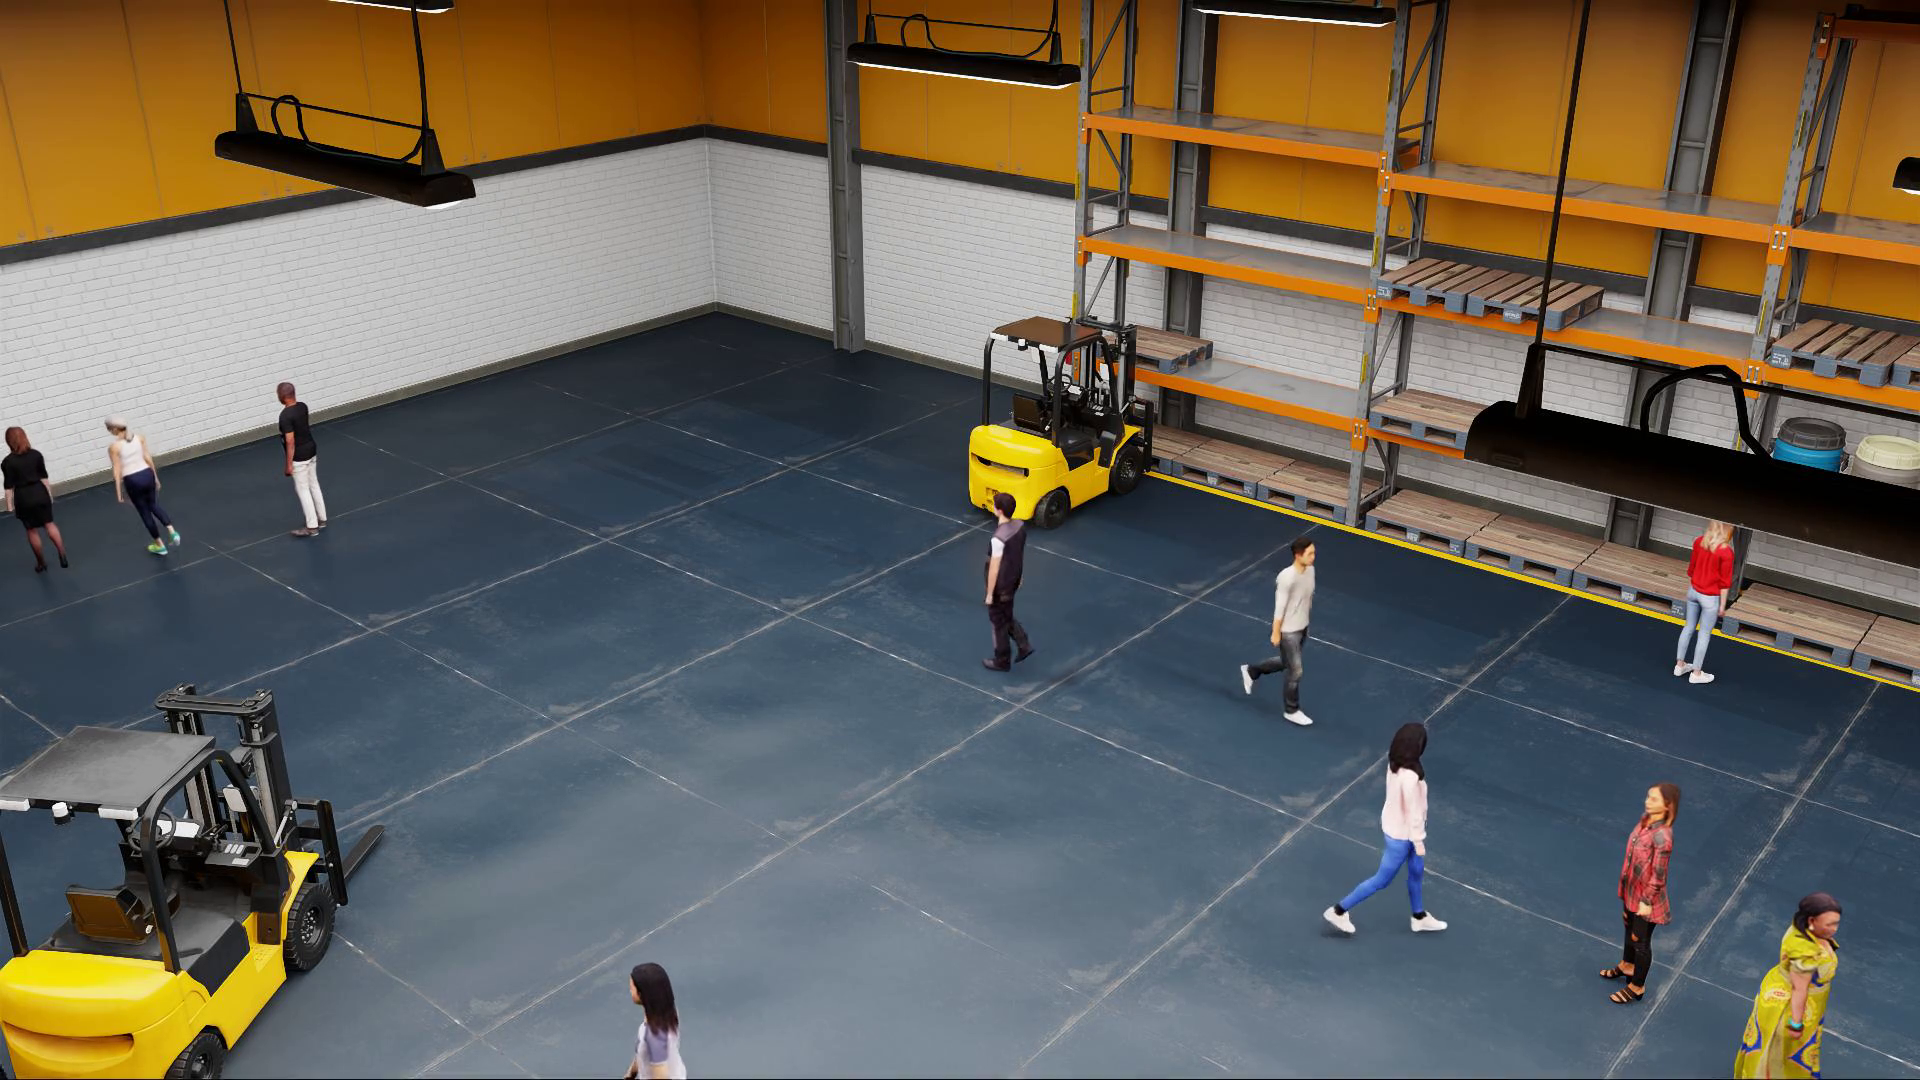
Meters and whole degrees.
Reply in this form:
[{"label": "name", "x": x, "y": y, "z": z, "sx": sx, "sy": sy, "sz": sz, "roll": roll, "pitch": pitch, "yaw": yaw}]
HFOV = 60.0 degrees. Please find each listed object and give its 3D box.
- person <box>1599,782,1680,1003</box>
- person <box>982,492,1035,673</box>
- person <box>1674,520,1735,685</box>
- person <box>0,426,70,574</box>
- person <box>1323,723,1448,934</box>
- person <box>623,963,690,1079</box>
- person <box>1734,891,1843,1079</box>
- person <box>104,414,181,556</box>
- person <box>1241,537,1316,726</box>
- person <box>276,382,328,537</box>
[{"label": "person", "x": 4.678, "y": 2.395, "z": 11.384, "sx": 0.734, "sy": 1.701, "sz": 0.706, "roll": 2, "pitch": 24, "yaw": 4}, {"label": "person", "x": 0.498, "y": 0.426, "z": 15.713, "sx": 0.817, "sy": 1.842, "sz": 0.759, "roll": 12, "pitch": 26, "yaw": 25}, {"label": "person", "x": 7.017, "y": 0.528, "z": 15.653, "sx": 0.749, "sy": 1.703, "sz": 0.609, "roll": -10, "pitch": 26, "yaw": -22}, {"label": "person", "x": -9.882, "y": -0.394, "z": 17.774, "sx": 0.742, "sy": 1.694, "sz": 0.633, "roll": 15, "pitch": 28, "yaw": 31}, {"label": "person", "x": 3.080, "y": 2.122, "z": 11.968, "sx": 1.234, "sy": 1.735, "sz": 1.031, "roll": 3, "pitch": 24, "yaw": 8}, {"label": "person", "x": -1.625, "y": 3.177, "z": 9.584, "sx": 0.937, "sy": 1.711, "sz": 0.863, "roll": -1, "pitch": 24, "yaw": -3}, {"label": "person", "x": 5.154, "y": 2.887, "z": 10.312, "sx": 0.865, "sy": 1.658, "sz": 0.919, "roll": 12, "pitch": 26, "yaw": 25}, {"label": "person", "x": -8.945, "y": -0.565, "z": 18.192, "sx": 0.773, "sy": 1.672, "sz": 0.703, "roll": 17, "pitch": 29, "yaw": 33}, {"label": "person", "x": 2.888, "y": 0.774, "z": 14.990, "sx": 1.003, "sy": 1.784, "sz": 0.638, "roll": 19, "pitch": 30, "yaw": 36}, {"label": "person", "x": -7.477, "y": -0.935, "z": 18.875, "sx": 0.788, "sy": 1.803, "sz": 0.763, "roll": 2, "pitch": 24, "yaw": 5}]
